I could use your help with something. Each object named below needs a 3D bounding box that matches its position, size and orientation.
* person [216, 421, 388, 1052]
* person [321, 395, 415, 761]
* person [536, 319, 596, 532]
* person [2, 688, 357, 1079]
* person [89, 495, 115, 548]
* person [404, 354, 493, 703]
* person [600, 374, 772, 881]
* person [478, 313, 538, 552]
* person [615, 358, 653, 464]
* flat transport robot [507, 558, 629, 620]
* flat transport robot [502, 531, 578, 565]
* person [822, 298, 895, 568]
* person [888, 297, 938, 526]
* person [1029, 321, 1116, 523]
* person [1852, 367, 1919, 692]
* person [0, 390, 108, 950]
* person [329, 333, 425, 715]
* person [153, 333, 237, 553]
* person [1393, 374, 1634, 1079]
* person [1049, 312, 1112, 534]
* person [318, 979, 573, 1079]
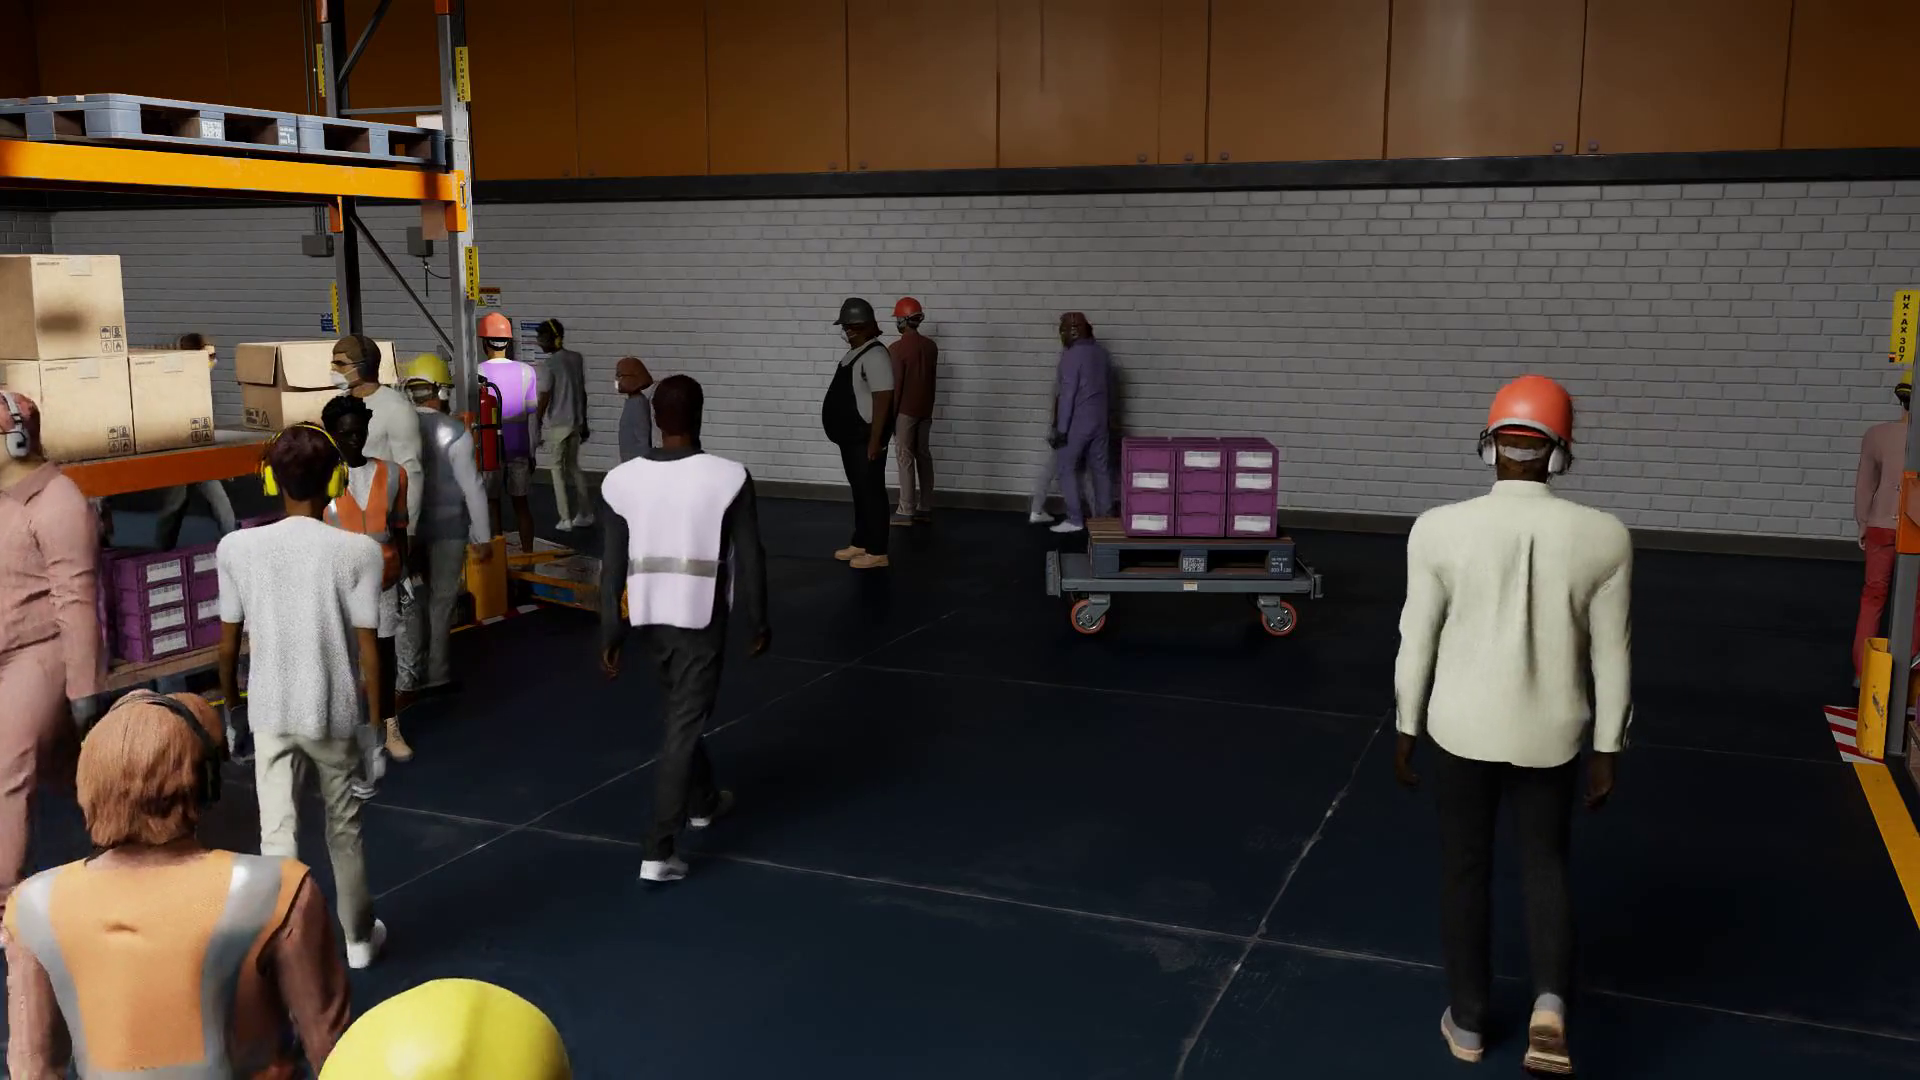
[{"bbox_3d":[-1.974,0.559,4.986,0.543,1.813,1.025,-1,9,-8],"label":"person"},{"bbox_3d":[-2.726,0.192,7.519,0.535,1.697,0.318,-8,12,-39],"label":"person"},{"bbox_3d":[-3.372,-0.966,14.184,0.372,1.822,0.601,5,11,28],"label":"person"},{"bbox_3d":[-1.260,1.035,2.741,0.515,1.593,0.875,1,9,3],"label":"person"},{"bbox_3d":[-5.305,-0.343,9.952,0.613,1.961,0.368,4,10,23],"label":"person"},{"bbox_3d":[-2.719,-0.068,8.762,0.630,1.803,0.616,4,10,22],"label":"person"},{"bbox_3d":[-1.062,0.308,6.343,0.590,1.867,1.033,3,10,16],"label":"person"},{"bbox_3d":[-3.263,-0.635,11.803,0.547,1.938,0.359,-8,12,-39],"label":"person"},{"bbox_3d":[-2.273,-0.462,11.672,0.269,1.631,0.509,-3,10,-16],"label":"person"},{"bbox_3d":[-2.470,0.302,11.163,1.431,0.197,0.652,8,12,40],"label":"flat transport robot"},{"bbox_3d":[-3.395,0.116,12.289,0.652,0.197,1.431,-7,12,-37],"label":"flat transport robot"},{"bbox_3d":[-0.774,-0.811,12.559,0.535,2.000,0.686,-3,10,-19],"label":"person"},{"bbox_3d":[-0.438,-1.124,14.589,0.376,1.995,0.612,7,12,36],"label":"person"},{"bbox_3d":[0.998,-1.002,14.442,0.880,1.806,0.604,2,10,10],"label":"person"},{"bbox_3d":[4.971,-0.042,8.729,0.316,1.767,0.535,-5,11,-29],"label":"person"},{"bbox_3d":[-3.106,0.415,5.651,0.654,1.872,0.932,8,12,39],"label":"person"},{"bbox_3d":[-2.967,-0.077,8.426,0.630,1.936,0.366,6,11,32],"label":"person"},{"bbox_3d":[-5.261,-0.546,11.665,0.960,1.793,0.512,-2,10,-12],"label":"person"},{"bbox_3d":[1.521,0.536,4.594,0.622,1.973,0.582,2,9,9],"label":"person"},{"bbox_3d":[1.037,-0.982,14.096,0.460,1.885,0.649,7,12,36],"label":"person"},{"bbox_3d":[-0.388,1.170,1.420,0.545,1.744,0.436,0,9,-2],"label":"person"}]
